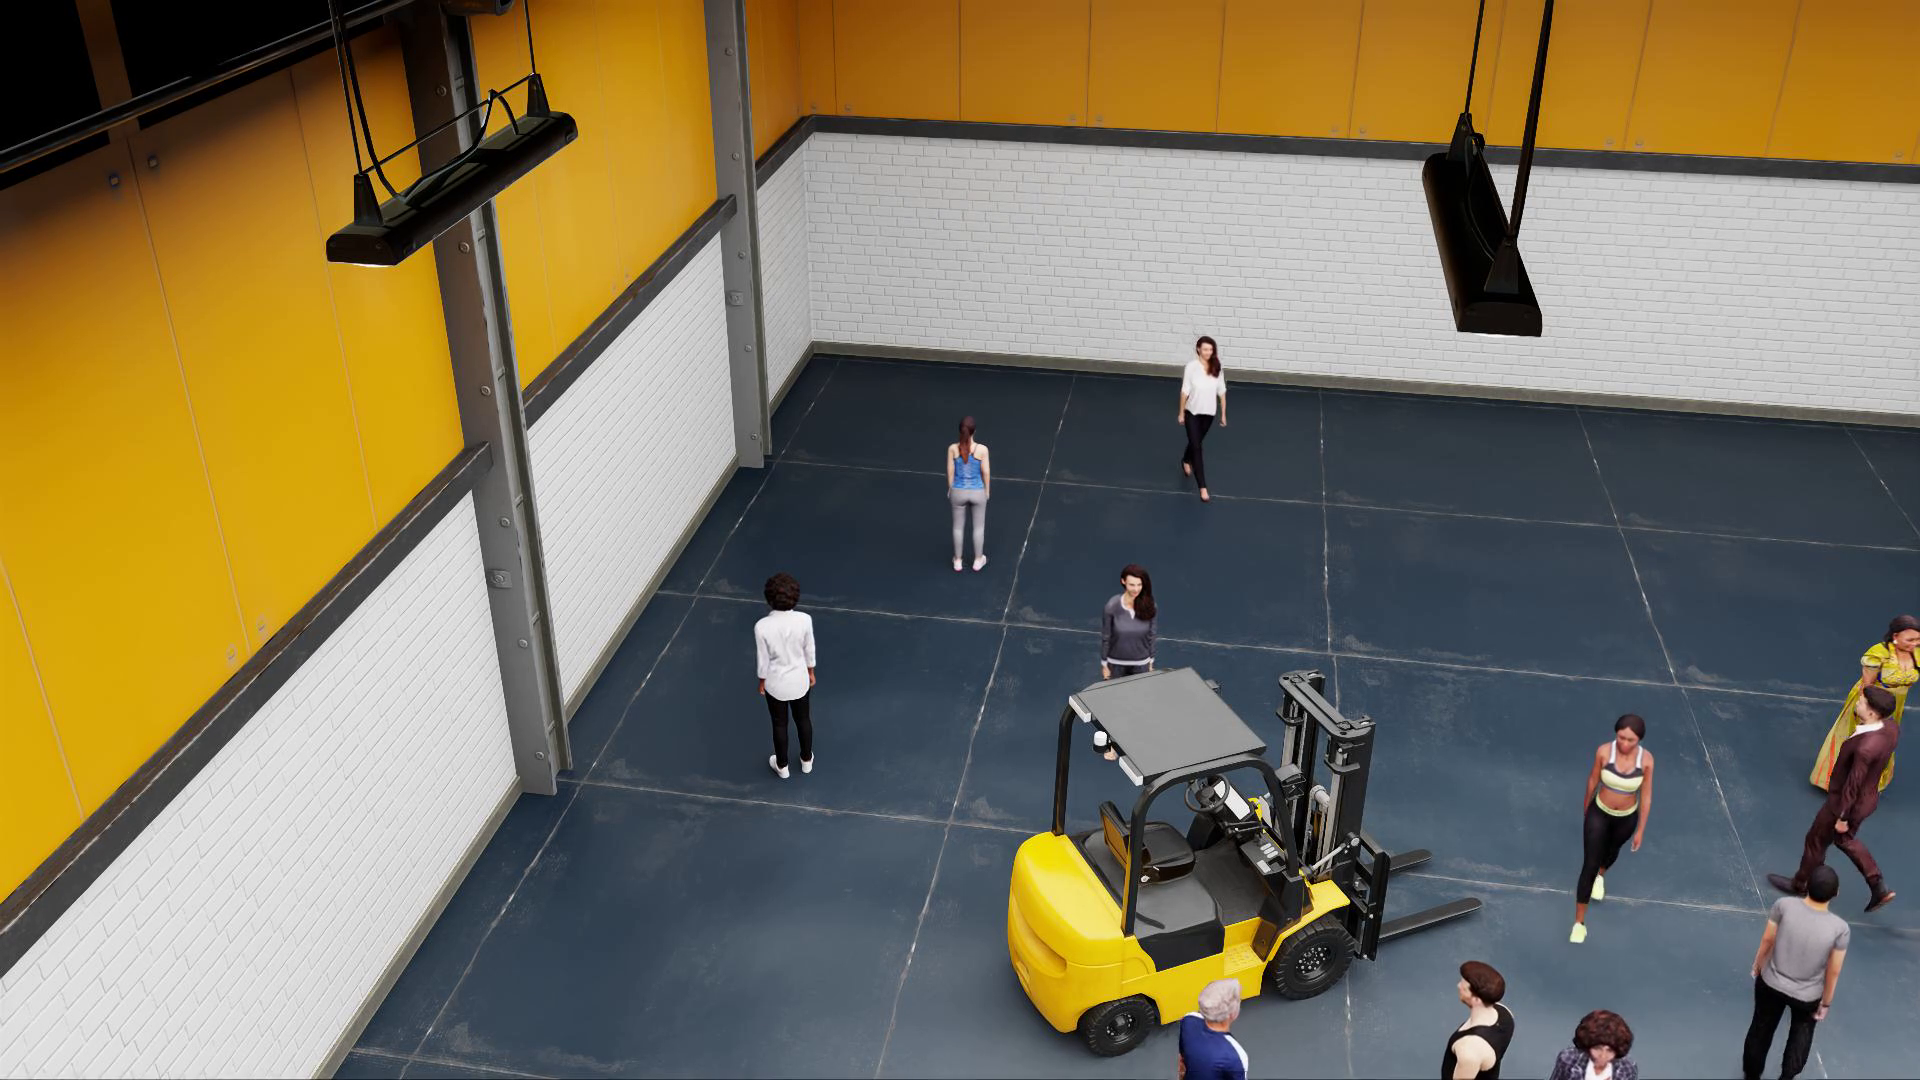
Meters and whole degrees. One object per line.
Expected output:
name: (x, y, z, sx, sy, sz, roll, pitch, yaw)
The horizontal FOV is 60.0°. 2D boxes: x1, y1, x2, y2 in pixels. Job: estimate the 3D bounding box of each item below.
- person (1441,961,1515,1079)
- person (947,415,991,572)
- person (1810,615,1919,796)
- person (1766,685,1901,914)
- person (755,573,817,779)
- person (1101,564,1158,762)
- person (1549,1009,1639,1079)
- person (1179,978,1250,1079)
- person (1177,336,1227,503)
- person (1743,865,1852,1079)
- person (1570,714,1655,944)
person: (2.837, 3.123, 9.260, 0.801, 1.888, 0.649, 18, 33, 29)
person: (0.073, -0.453, 16.107, 0.589, 1.608, 0.550, 1, 29, 3)
person: (7.097, 1.284, 12.874, 1.014, 1.655, 0.991, -9, 30, -16)
person: (6.310, 1.848, 11.637, 1.096, 1.849, 1.126, -22, 35, -34)
person: (-1.360, 1.070, 13.104, 0.720, 1.810, 0.735, -10, 30, -17)
person: (1.327, 0.969, 13.334, 0.652, 1.768, 0.609, -3, 29, -6)
person: (3.470, 3.231, 9.294, 0.613, 1.666, 0.964, 5, 29, 8)
person: (1.343, 3.189, 9.204, 1.049, 1.825, 0.972, -21, 35, -33)
person: (2.501, -1.331, 17.589, 0.975, 1.732, 1.242, -8, 30, -15)
person: (5.037, 2.744, 10.104, 0.707, 1.744, 0.733, 16, 33, 27)
person: (4.588, 1.918, 11.664, 0.700, 1.701, 1.173, 10, 30, 18)
